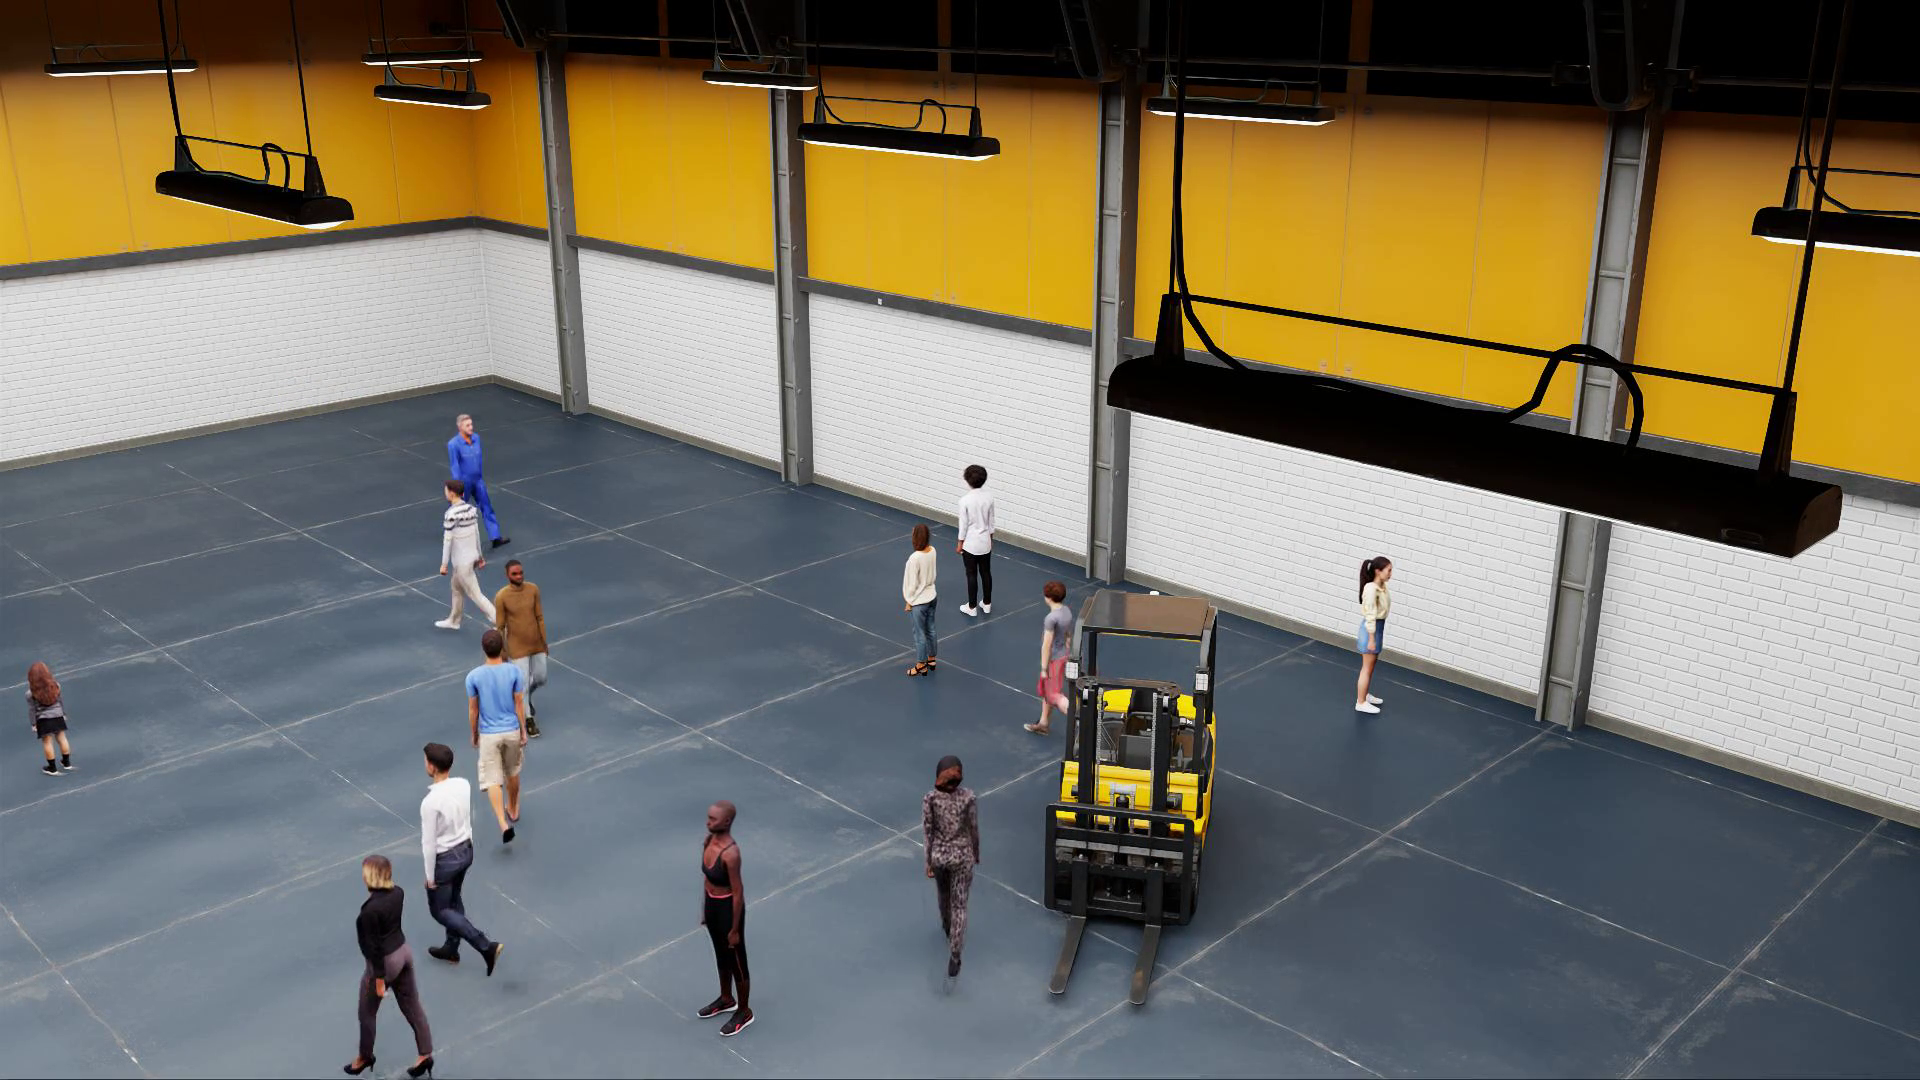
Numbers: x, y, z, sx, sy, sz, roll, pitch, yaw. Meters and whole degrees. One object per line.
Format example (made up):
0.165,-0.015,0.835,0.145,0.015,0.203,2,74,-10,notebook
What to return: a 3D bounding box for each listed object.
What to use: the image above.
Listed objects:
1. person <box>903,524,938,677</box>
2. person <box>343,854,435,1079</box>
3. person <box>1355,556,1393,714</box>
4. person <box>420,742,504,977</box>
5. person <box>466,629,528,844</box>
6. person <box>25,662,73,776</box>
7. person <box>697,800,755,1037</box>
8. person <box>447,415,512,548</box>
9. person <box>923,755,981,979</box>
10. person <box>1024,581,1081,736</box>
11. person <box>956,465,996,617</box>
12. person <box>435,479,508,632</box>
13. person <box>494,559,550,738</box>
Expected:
-0.400,0.626,17.730,0.604,1.682,0.665,12,22,31,person
-3.712,2.881,11.084,0.962,1.650,0.855,4,19,11,person
4.181,0.938,16.879,0.704,1.633,0.719,7,20,20,person
-3.700,2.382,12.265,1.122,1.842,0.830,10,21,27,person
-3.946,1.706,14.288,0.930,1.832,1.206,-6,20,-18,person
-8.544,1.653,15.585,0.475,1.105,0.495,14,23,35,person
-1.631,2.619,11.694,0.668,1.757,0.517,-14,23,-35,person
-6.464,-0.753,21.645,1.173,1.796,0.896,12,22,32,person
-0.056,2.439,12.360,1.119,1.672,1.158,1,19,2,person
0.988,1.208,16.086,1.093,1.628,0.732,12,22,31,person
0.201,-0.003,19.397,0.693,1.810,0.662,-9,21,-25,person
-5.481,0.235,18.648,1.284,1.837,1.122,3,19,9,person
-4.324,1.023,16.359,0.689,1.804,0.825,-15,23,-37,person
